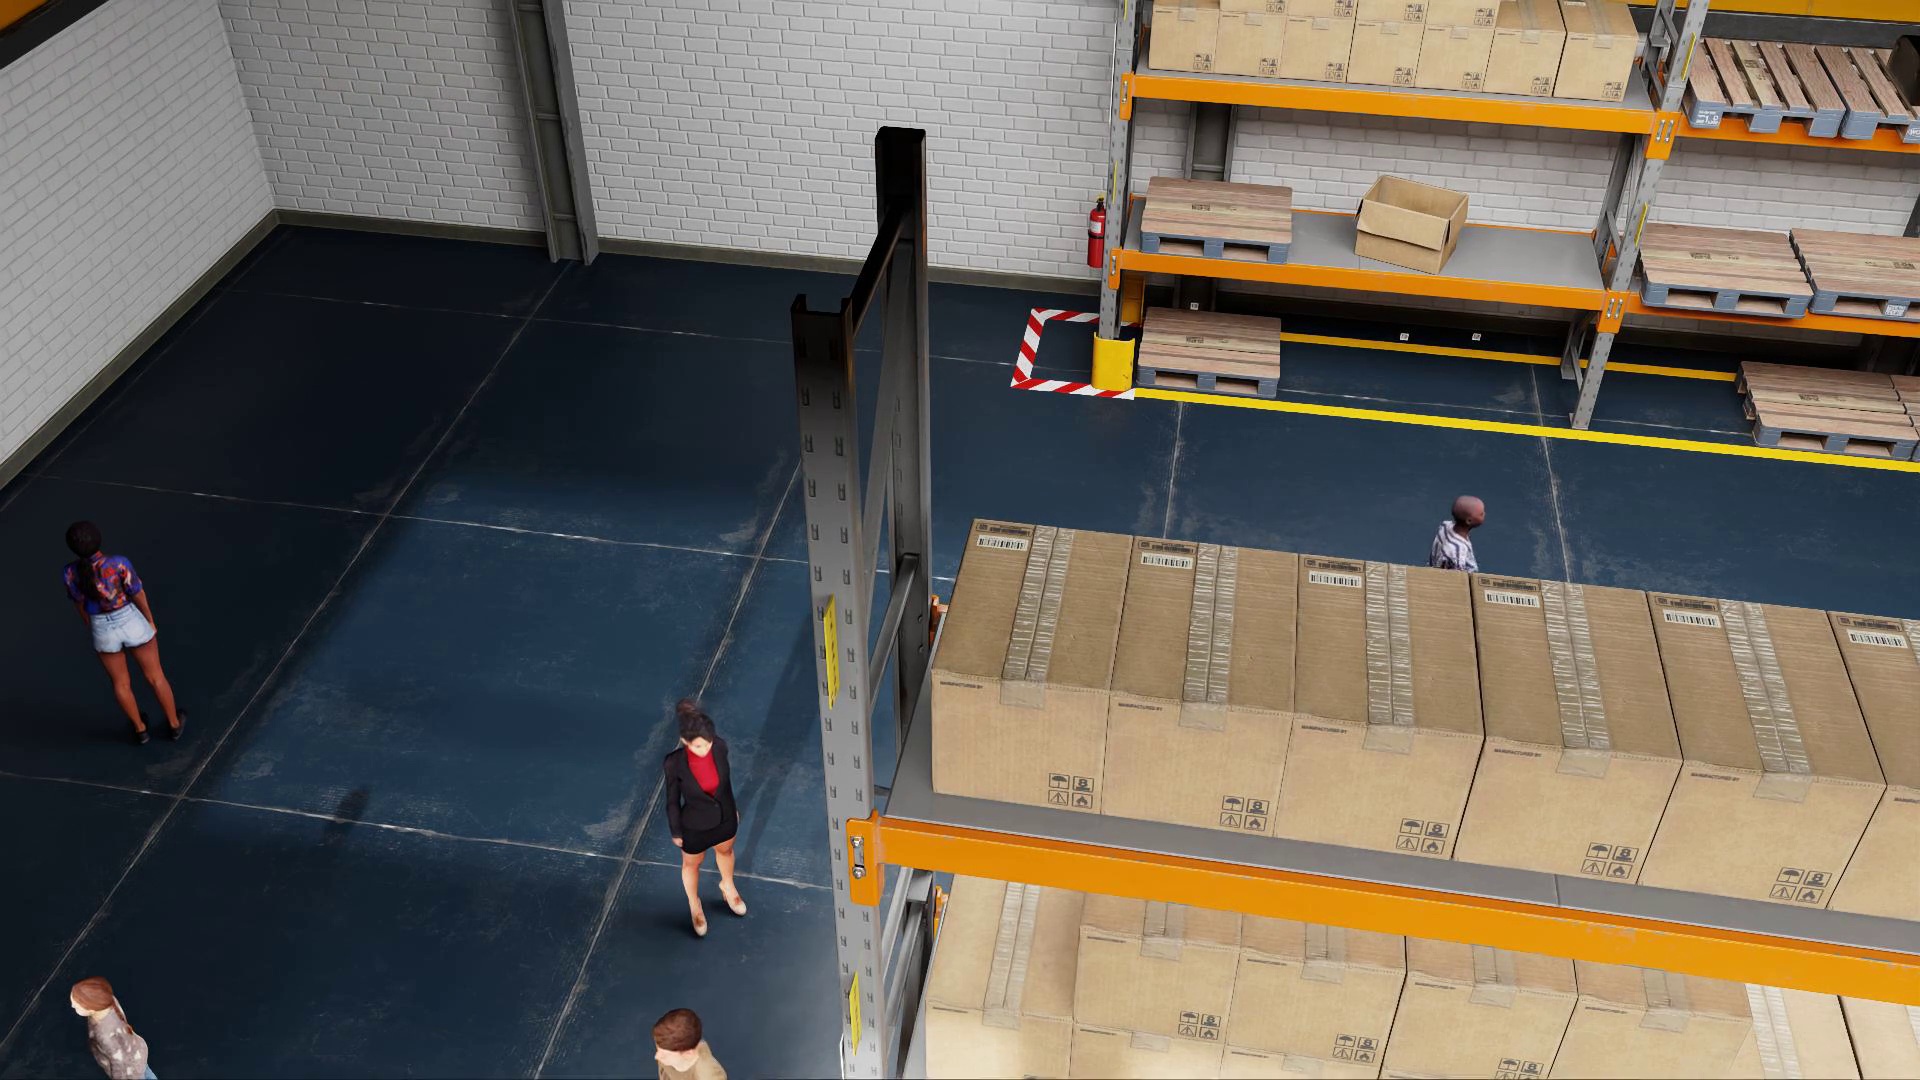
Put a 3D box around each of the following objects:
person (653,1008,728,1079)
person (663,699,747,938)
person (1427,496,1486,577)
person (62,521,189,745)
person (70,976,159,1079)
[{"bbox_3d":[-1.134,2.741,7.826,0.926,1.833,0.872,-28,46,-31],"label":"person"},{"bbox_3d":[-1.440,1.595,9.414,0.698,1.643,0.759,-23,44,-26],"label":"person"},{"bbox_3d":[3.031,0.480,10.715,1.118,1.762,0.729,1,39,1],"label":"person"},{"bbox_3d":[-5.349,0.591,10.591,0.617,1.742,0.724,-12,40,-14],"label":"person"},{"bbox_3d":[-4.261,2.629,8.479,0.589,1.194,0.554,-14,41,-17],"label":"person"}]
